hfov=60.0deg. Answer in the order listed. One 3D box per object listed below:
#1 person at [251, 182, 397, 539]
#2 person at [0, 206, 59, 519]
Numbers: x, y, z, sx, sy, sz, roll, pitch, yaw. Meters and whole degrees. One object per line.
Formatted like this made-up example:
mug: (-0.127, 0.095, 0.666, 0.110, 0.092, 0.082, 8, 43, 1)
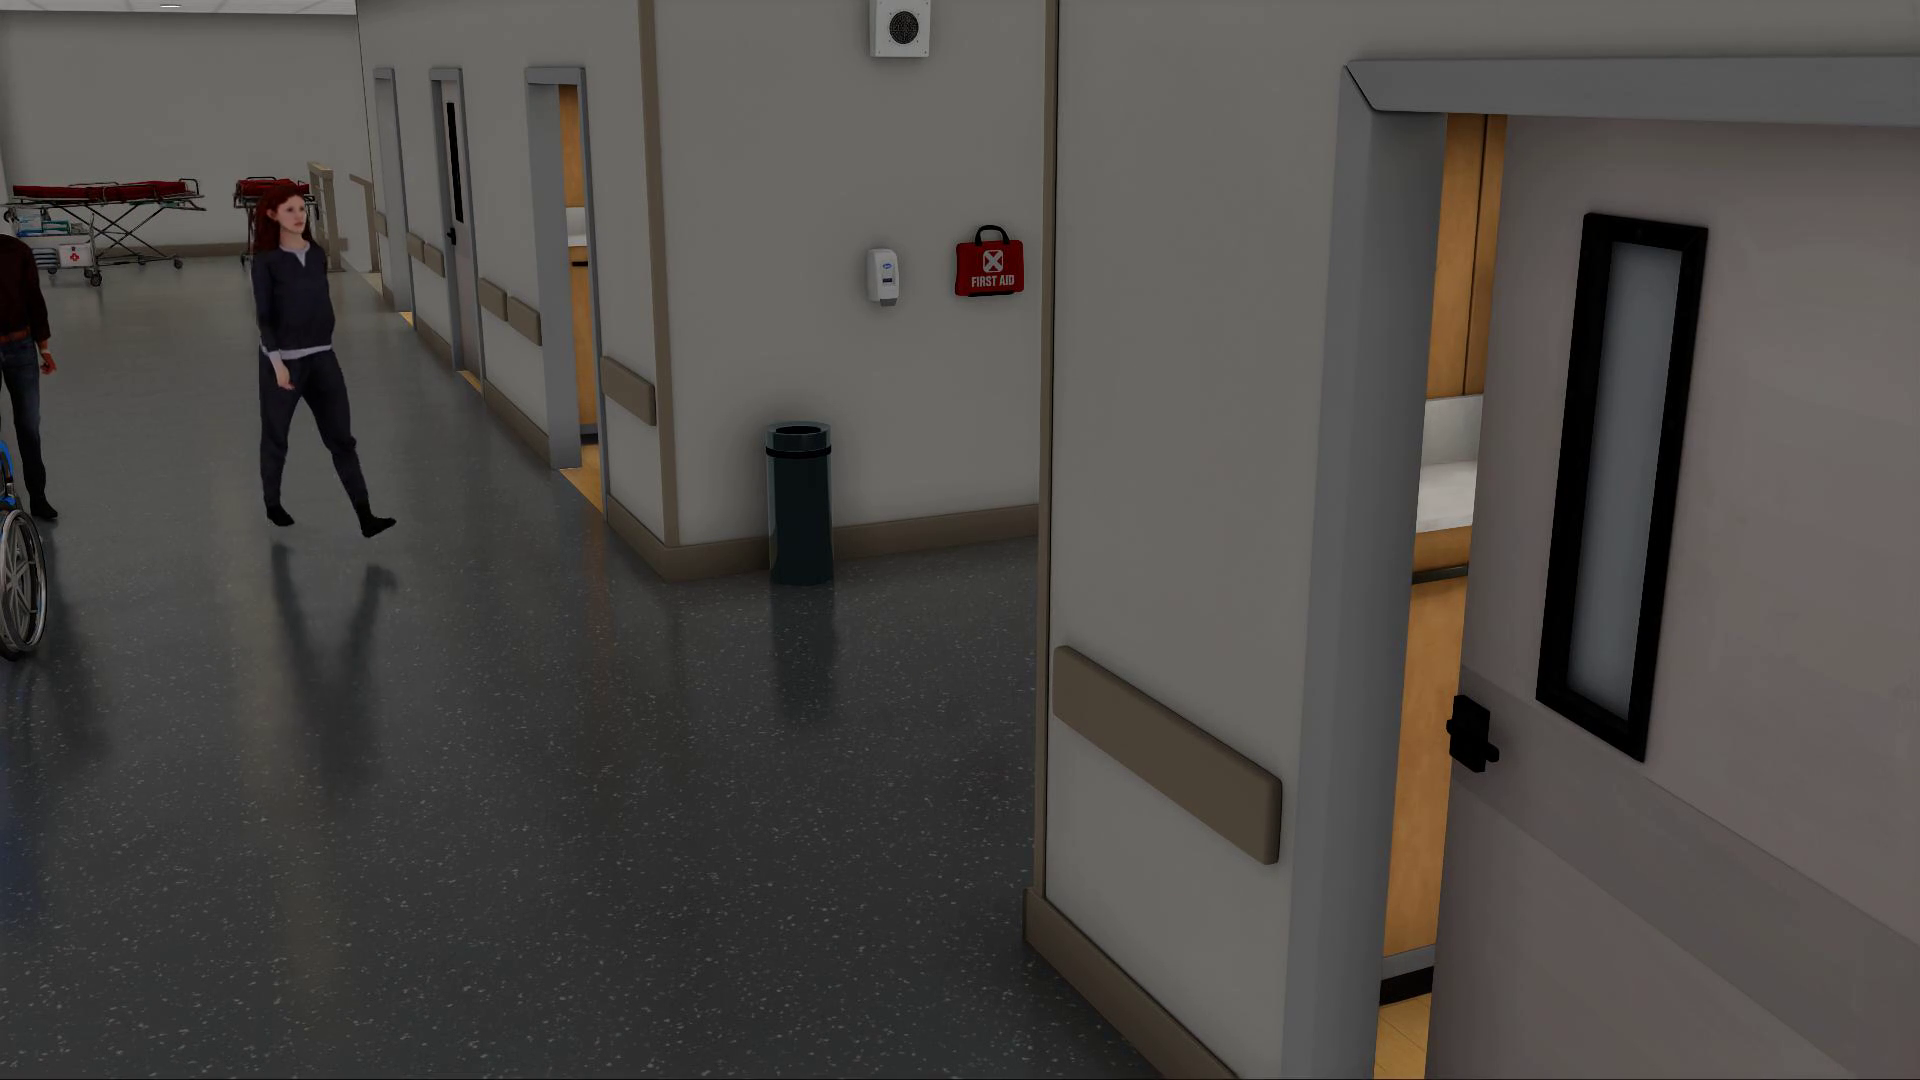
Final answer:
person: (-3.327, -0.835, 8.215, 1.254, 1.717, 0.966, 12, 20, 36)
person: (-4.954, -0.966, 8.568, 0.682, 1.778, 0.576, -12, 19, -35)
